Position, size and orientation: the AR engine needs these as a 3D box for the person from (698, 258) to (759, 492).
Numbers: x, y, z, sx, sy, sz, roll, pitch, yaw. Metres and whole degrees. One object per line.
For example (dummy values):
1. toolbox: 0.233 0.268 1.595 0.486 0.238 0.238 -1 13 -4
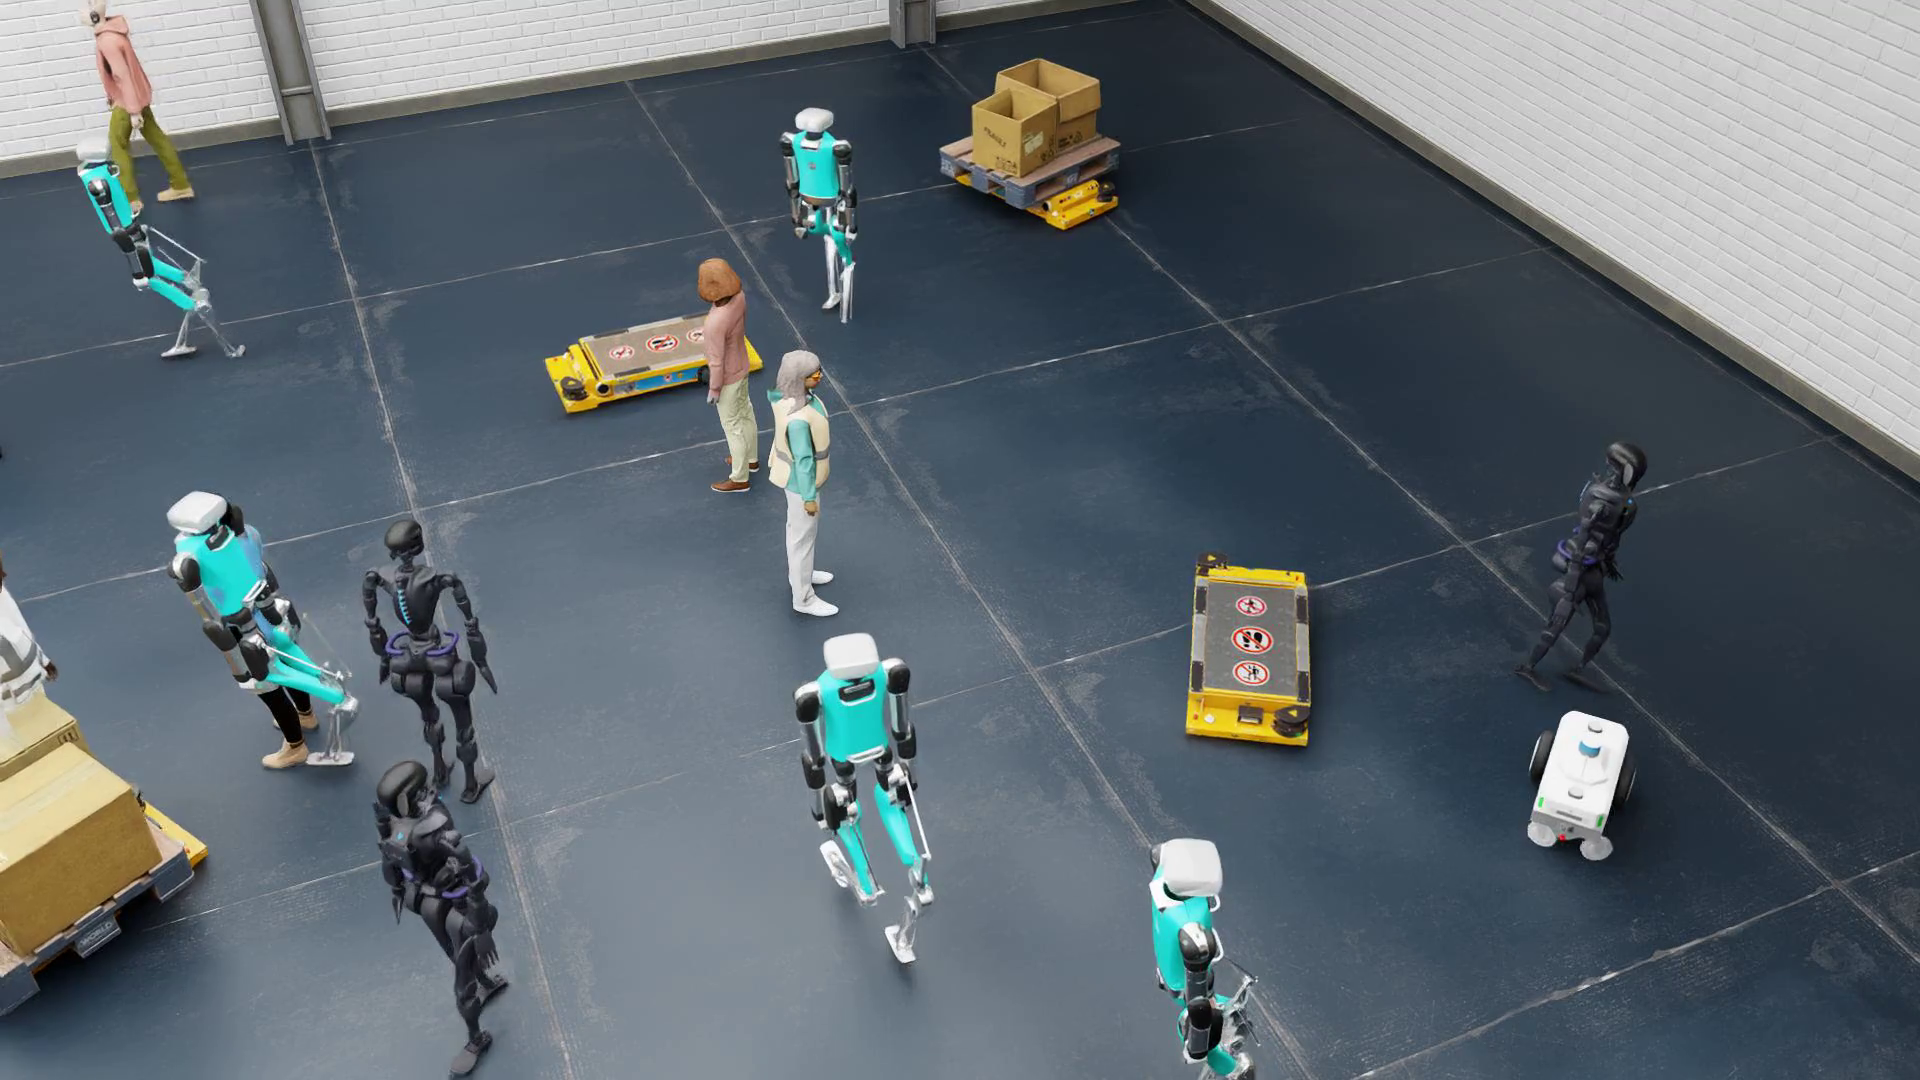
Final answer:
1. person: -1.467 -1.045 10.510 0.290 1.635 0.498 8 38 10

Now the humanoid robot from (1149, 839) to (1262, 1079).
1. humanoid robot: 1.100 1.873 6.720 0.784 1.891 0.545 -6 38 -8

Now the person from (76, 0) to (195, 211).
1. person: -6.935 -3.586 13.675 0.813 1.809 0.527 -11 39 -14

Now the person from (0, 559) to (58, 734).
1. person: -4.600 0.713 8.046 0.543 1.858 0.797 -12 39 -15

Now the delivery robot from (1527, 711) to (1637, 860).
1. delivery robot: 3.165 1.219 8.463 0.519 0.608 0.780 17 41 21

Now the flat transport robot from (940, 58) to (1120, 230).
1. flat transport robot: 0.615 -3.072 14.272 0.659 0.231 1.431 -30 47 -33

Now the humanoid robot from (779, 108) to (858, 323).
1. humanoid robot: -0.924 -2.389 12.245 0.530 1.839 0.822 11 39 14

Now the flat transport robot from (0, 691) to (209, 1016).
1. flat transport robot: -4.444 1.755 7.989 0.659 0.231 1.431 24 43 27

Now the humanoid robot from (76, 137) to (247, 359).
1. humanoid robot: -5.562 -1.989 11.735 0.801 1.882 0.546 -15 40 -19

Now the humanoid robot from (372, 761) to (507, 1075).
1. humanoid robot: -2.225 1.564 7.094 0.589 1.641 0.561 18 41 22

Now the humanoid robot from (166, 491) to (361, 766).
1. humanoid robot: -3.353 0.573 8.388 0.795 1.852 0.530 5 38 7

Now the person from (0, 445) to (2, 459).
1. person: -6.660 -1.280 10.571 0.376 1.938 0.545 31 47 34

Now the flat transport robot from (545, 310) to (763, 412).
1. flat transport robot: -2.206 -1.301 11.967 1.431 0.231 0.659 -15 40 -19

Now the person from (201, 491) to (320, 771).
1. person: -3.622 0.458 8.502 0.317 1.696 0.539 -3 38 -4

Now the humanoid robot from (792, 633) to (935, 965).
1. humanoid robot: -0.384 1.233 7.467 0.544 1.730 1.040 -15 40 -18

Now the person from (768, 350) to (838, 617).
1. person: -0.908 -0.335 9.526 0.365 1.708 0.474 -5 38 -6

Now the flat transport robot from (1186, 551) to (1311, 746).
1. flat transport robot: 1.649 0.597 9.496 0.659 0.231 1.431 5 38 7

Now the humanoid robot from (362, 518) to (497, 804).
1. humanoid robot: -2.643 0.623 8.317 0.616 1.651 0.379 2 38 3

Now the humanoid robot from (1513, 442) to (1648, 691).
1. humanoid robot: 3.355 0.171 8.902 0.455 1.643 0.608 28 46 32
